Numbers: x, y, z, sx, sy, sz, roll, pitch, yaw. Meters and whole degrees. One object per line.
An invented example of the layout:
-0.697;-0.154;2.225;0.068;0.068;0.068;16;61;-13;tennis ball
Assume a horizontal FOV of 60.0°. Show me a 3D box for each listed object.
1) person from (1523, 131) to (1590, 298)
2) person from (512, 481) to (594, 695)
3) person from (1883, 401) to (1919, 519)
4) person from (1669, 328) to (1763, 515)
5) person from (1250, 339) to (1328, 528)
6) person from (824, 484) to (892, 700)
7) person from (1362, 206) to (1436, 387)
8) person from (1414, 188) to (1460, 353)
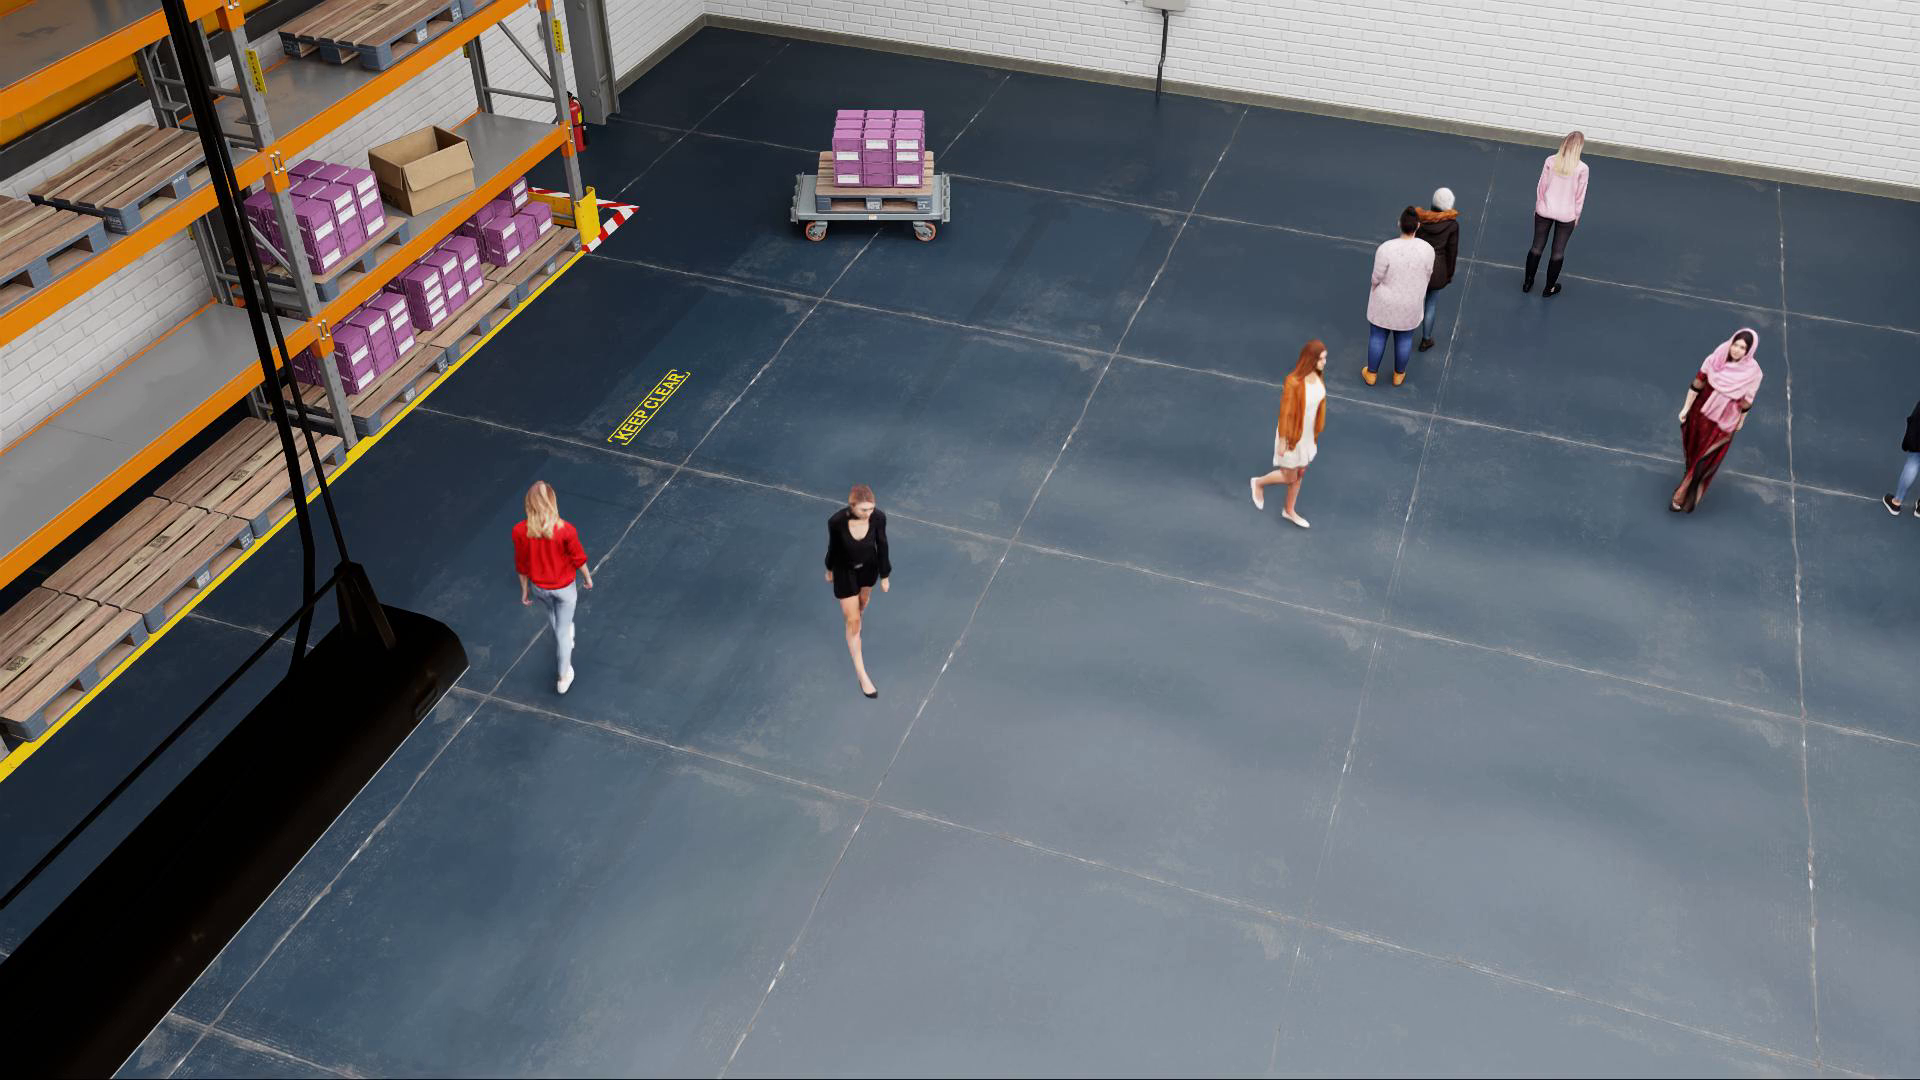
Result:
5.758;-3.158;16.068;0.656;1.687;0.628;24;44;27;person
-2.859;0.383;11.640;0.828;1.679;1.010;1;39;1;person
7.818;-0.909;13.250;0.632;1.690;0.561;11;40;13;person
6.140;-1.042;13.491;0.927;1.597;1.163;32;48;33;person
2.607;-0.879;13.194;0.854;1.713;0.880;-27;46;-30;person
-0.748;0.212;11.830;1.041;1.711;1.211;-7;39;-8;person
3.886;-2.159;14.769;0.751;1.746;0.711;4;39;4;person
4.301;-2.491;15.278;0.644;1.632;0.629;16;41;19;person
